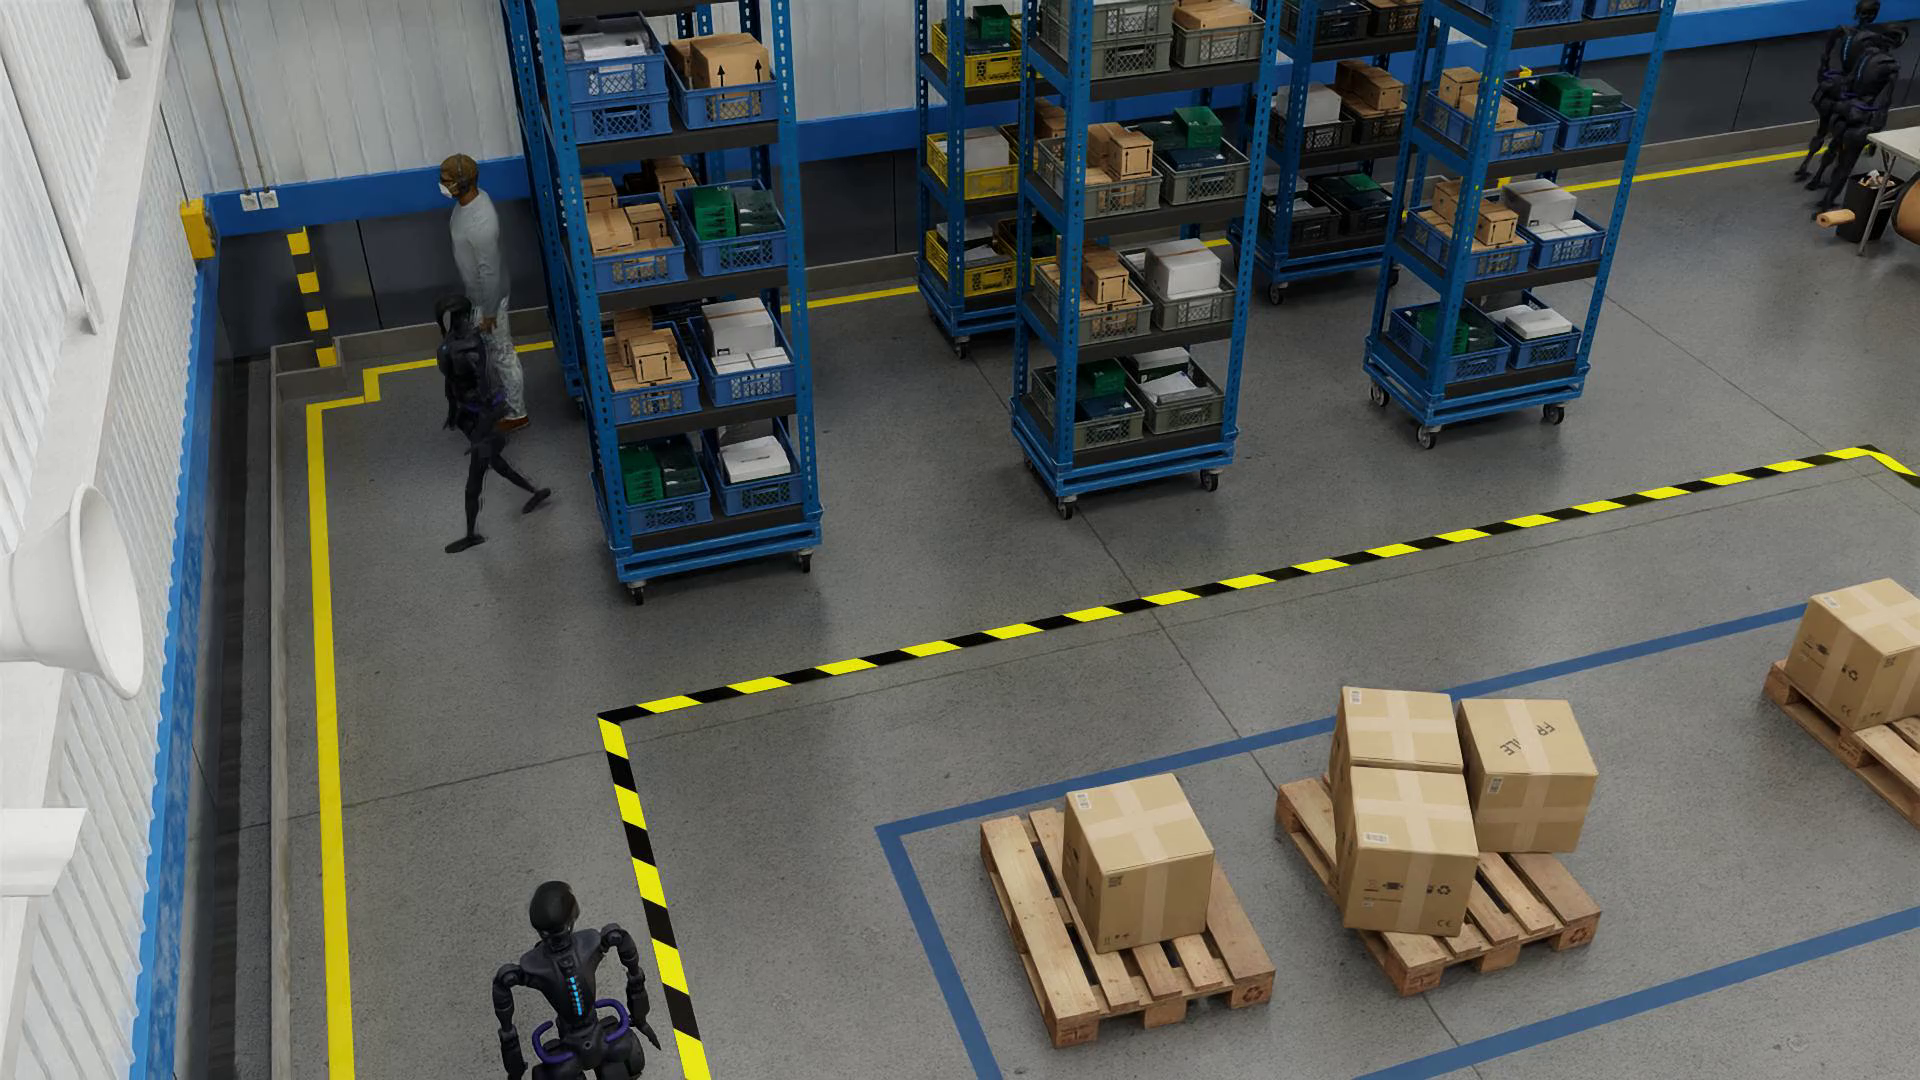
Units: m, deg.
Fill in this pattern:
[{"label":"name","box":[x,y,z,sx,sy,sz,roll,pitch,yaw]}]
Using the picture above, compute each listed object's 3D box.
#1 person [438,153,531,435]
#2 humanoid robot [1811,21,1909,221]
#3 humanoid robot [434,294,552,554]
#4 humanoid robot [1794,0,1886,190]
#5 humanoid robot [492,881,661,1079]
[{"label":"person","box":[-3.114,-1.604,10.882,0.365,1.939,0.635,-13,37,-17]},{"label":"humanoid robot","box":[7.413,-3.468,13.752,0.453,1.641,0.609,-4,35,-6]},{"label":"humanoid robot","box":[-2.853,-0.737,9.922,0.772,1.636,0.600,-24,42,-30]},{"label":"humanoid robot","box":[7.559,-3.809,14.226,0.339,1.650,0.584,-20,40,-26]},{"label":"humanoid robot","box":[-1.402,1.891,6.140,0.599,1.655,0.315,-18,39,-23]}]
